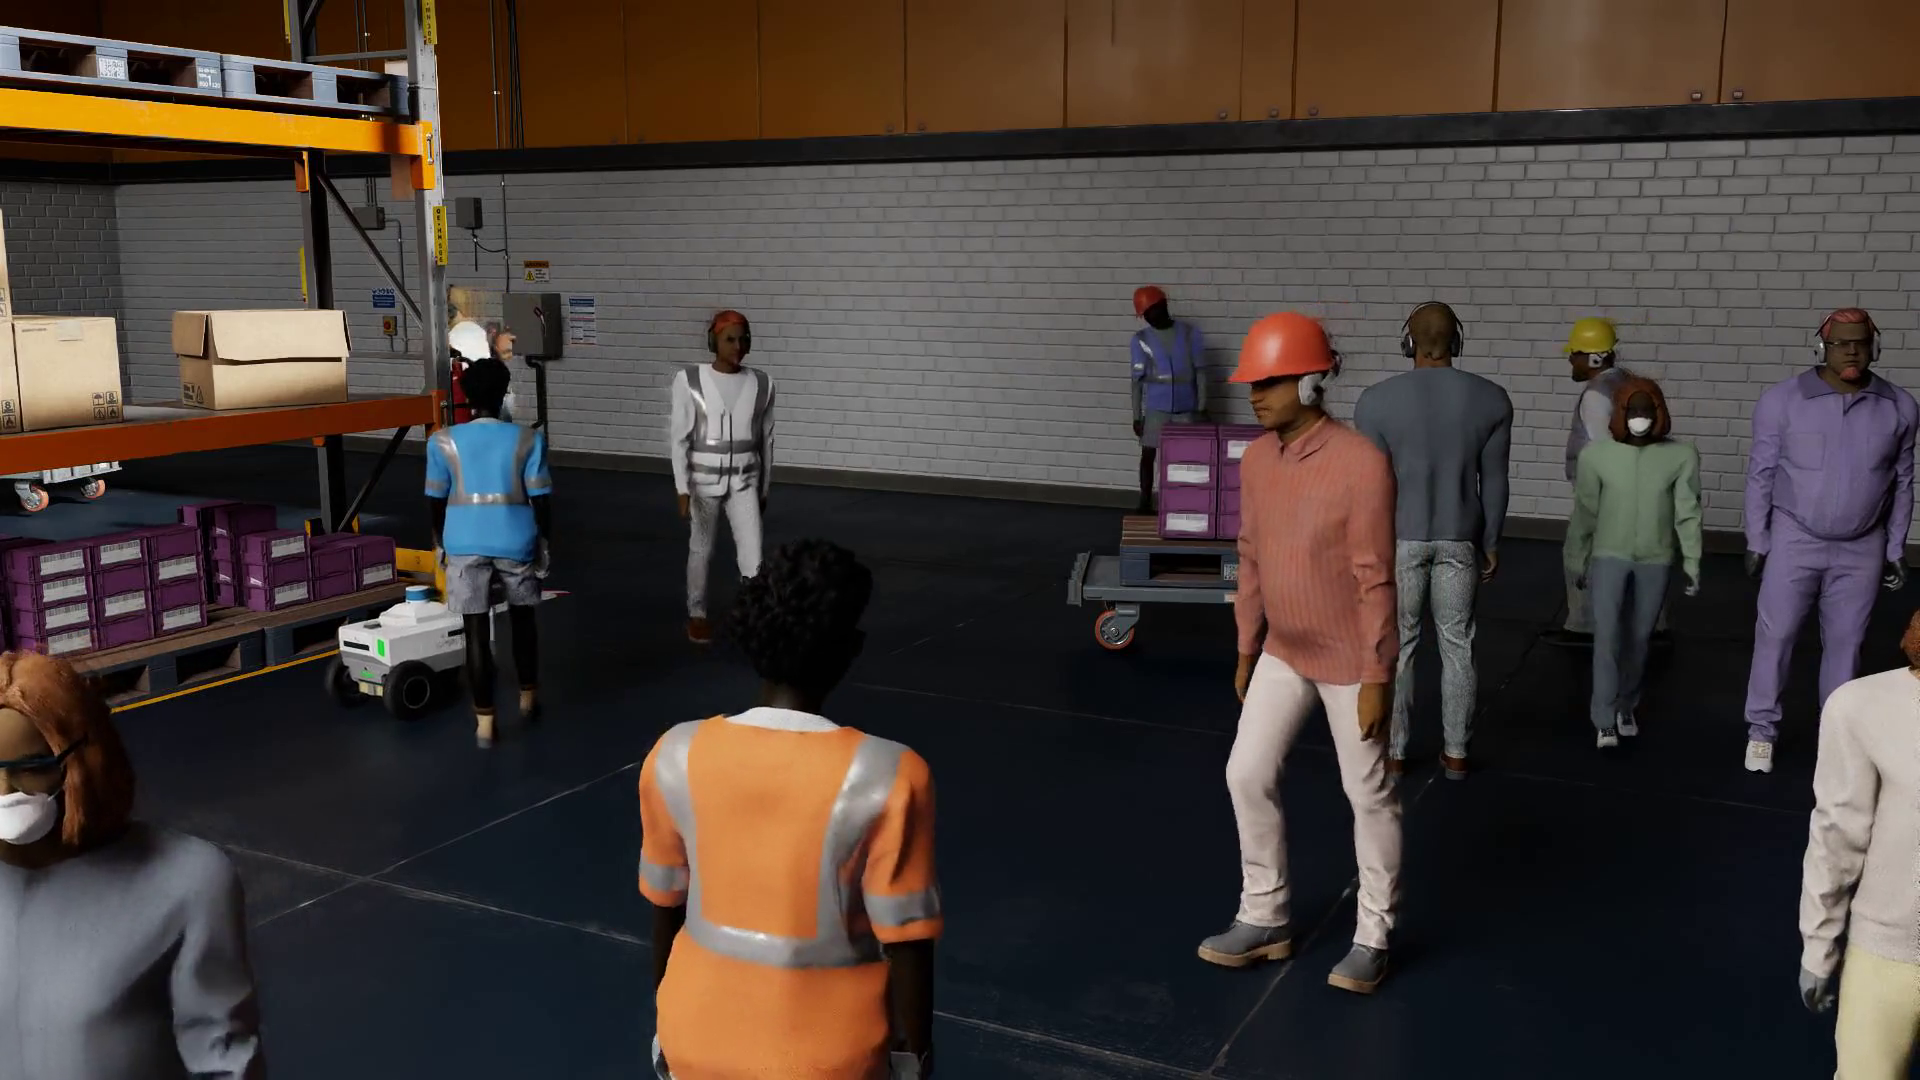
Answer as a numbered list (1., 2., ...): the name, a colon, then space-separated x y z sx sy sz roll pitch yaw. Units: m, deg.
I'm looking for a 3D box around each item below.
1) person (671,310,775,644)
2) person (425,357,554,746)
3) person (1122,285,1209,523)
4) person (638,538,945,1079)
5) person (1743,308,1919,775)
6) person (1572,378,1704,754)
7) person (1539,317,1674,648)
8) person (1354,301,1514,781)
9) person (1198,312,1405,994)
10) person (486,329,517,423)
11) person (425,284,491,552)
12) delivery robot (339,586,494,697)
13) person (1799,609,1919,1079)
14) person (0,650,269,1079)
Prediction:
1. person: -1.253 -0.291 8.793 0.590 1.838 0.999 -4 11 -23
2. person: -2.079 0.030 7.386 0.546 1.660 0.744 -3 10 -16
3. person: 1.604 -1.005 12.783 0.632 1.887 0.353 0 10 1
4. person: -0.307 0.841 2.660 0.555 1.673 0.566 3 10 19
5. person: 3.513 0.021 6.739 0.636 1.911 0.405 2 10 12
6. person: 2.878 0.120 7.075 0.504 1.594 0.830 2 10 13
7. person: 3.520 -0.286 8.872 0.670 1.793 0.615 8 13 40
8. person: 1.875 0.016 6.695 0.627 1.934 0.371 0 10 2
9. person: 0.999 0.339 4.770 0.579 1.961 0.615 -6 12 -32
10. person: -3.143 -0.643 11.438 0.534 1.612 0.534 -4 10 -21
11. person: -3.425 -0.760 11.243 0.726 1.916 0.642 2 10 9
12. delivery robot: -2.548 0.459 7.841 0.477 0.478 0.707 6 12 32
13. person: 1.837 0.791 3.092 0.504 1.626 0.278 4 10 20
14. person: -1.240 0.918 2.420 0.505 1.612 0.650 -2 10 -9
